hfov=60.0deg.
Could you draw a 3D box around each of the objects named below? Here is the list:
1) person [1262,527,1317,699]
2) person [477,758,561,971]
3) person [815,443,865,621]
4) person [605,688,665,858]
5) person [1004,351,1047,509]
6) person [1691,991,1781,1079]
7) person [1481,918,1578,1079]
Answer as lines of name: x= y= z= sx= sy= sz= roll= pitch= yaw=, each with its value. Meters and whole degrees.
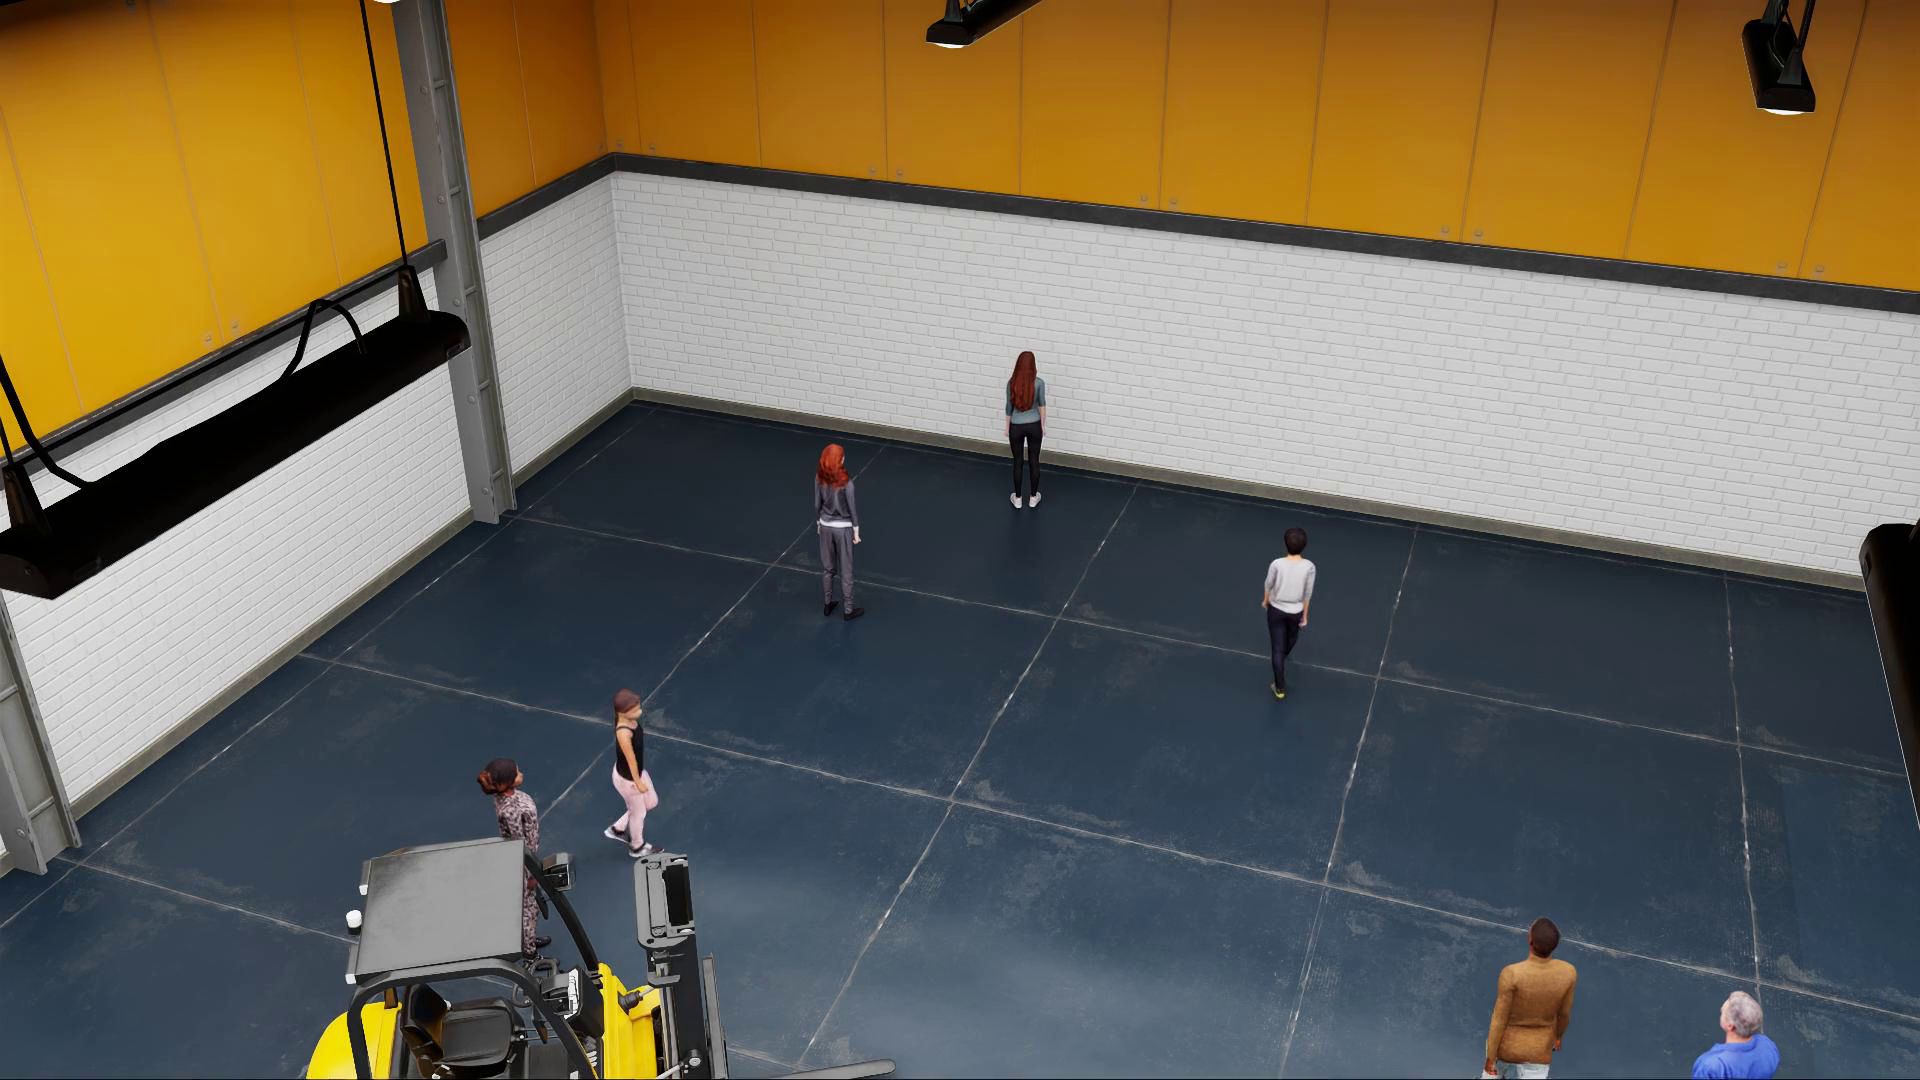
person: x=2.834 y=0.660 z=14.403 sx=0.792 sy=1.512 sz=1.071 roll=0 pitch=29 yaw=-1
person: x=-3.016 y=2.200 z=11.369 sx=0.742 sy=1.713 sz=0.680 roll=-12 pitch=31 yaw=-21
person: x=-1.148 y=-0.083 z=15.487 sx=0.610 sy=1.779 sz=0.526 roll=14 pitch=32 yaw=24
person: x=-2.510 y=1.760 z=12.353 sx=0.713 sy=1.544 sz=0.690 roll=-3 pitch=29 yaw=-6
person: x=0.684 y=-1.164 z=17.507 sx=0.654 sy=1.742 sz=0.635 roll=0 pitch=29 yaw=0
person: x=4.221 y=3.281 z=9.272 sx=0.783 sy=1.823 sz=0.826 roll=-11 pitch=30 yaw=-19
person: x=3.331 y=3.047 z=9.752 sx=0.939 sy=1.776 sz=1.293 roll=1 pitch=29 yaw=2
